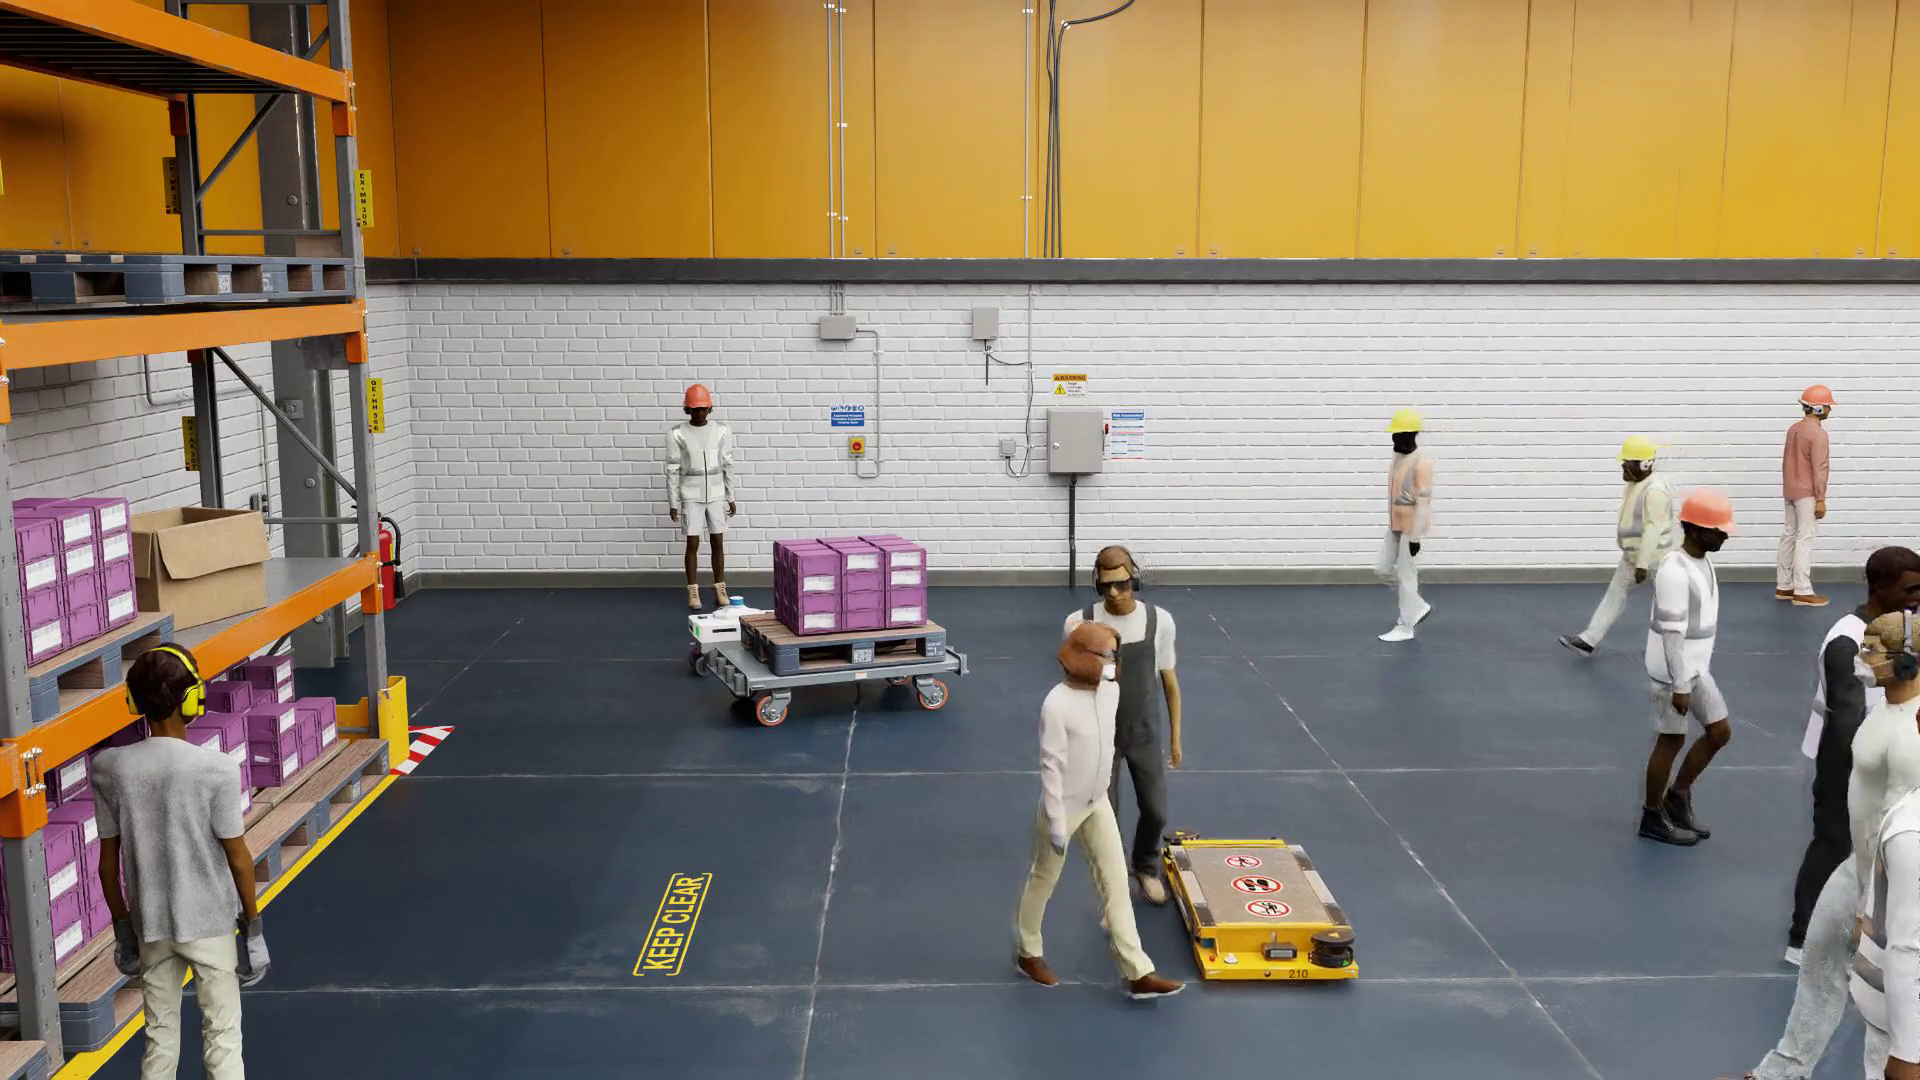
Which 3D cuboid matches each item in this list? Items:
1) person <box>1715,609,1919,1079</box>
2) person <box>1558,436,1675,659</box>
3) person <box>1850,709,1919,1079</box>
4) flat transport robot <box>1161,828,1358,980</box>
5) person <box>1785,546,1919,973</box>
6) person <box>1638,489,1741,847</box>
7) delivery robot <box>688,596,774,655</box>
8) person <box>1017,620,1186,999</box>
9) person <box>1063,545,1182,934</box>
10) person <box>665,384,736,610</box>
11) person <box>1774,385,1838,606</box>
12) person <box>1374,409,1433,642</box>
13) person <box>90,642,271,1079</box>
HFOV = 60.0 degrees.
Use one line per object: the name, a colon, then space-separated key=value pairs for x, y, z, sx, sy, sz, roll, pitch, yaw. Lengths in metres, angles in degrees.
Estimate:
person: x=3.240 y=1.171 z=5.716 sx=1.005 sy=1.896 sz=0.645 roll=4 pitch=10 yaw=22
person: x=5.174 y=0.092 z=12.688 sx=1.021 sy=1.761 sz=0.616 roll=0 pitch=9 yaw=2
person: x=2.722 y=1.339 z=4.697 sx=0.358 sy=1.882 sz=0.574 roll=8 pitch=12 yaw=39
flat transport robot: x=1.346 y=1.655 z=7.690 sx=0.652 sy=0.197 sz=1.431 roll=0 pitch=9 yaw=-1
person: x=3.861 y=0.971 z=6.942 sx=0.593 sy=1.893 sz=0.754 roll=-6 pitch=11 yaw=-33
person: x=3.808 y=0.677 z=8.660 sx=0.492 sy=1.913 sz=0.567 roll=8 pitch=12 yaw=40
delivery robot: x=-1.687 y=0.670 z=12.571 sx=0.707 sy=0.478 sz=0.477 roll=-3 pitch=10 yaw=-18
person: x=0.553 y=1.128 z=6.866 sx=0.845 sy=1.586 sz=0.535 roll=9 pitch=13 yaw=43
person: x=0.739 y=0.890 z=7.674 sx=0.548 sy=1.816 sz=0.581 roll=0 pitch=9 yaw=1
person: x=-2.297 y=-0.379 z=14.809 sx=0.615 sy=2.028 sz=0.409 roll=-4 pitch=10 yaw=-24
person: x=7.678 y=-0.411 z=15.079 sx=0.390 sy=1.995 sz=0.613 roll=0 pitch=9 yaw=1
person: x=3.618 y=-0.114 z=13.506 sx=0.437 sy=1.910 sz=0.622 roll=-2 pitch=9 yaw=-10
person: x=-2.461 y=1.247 z=5.310 sx=0.512 sy=1.869 sz=0.328 roll=0 pitch=9 yaw=3
